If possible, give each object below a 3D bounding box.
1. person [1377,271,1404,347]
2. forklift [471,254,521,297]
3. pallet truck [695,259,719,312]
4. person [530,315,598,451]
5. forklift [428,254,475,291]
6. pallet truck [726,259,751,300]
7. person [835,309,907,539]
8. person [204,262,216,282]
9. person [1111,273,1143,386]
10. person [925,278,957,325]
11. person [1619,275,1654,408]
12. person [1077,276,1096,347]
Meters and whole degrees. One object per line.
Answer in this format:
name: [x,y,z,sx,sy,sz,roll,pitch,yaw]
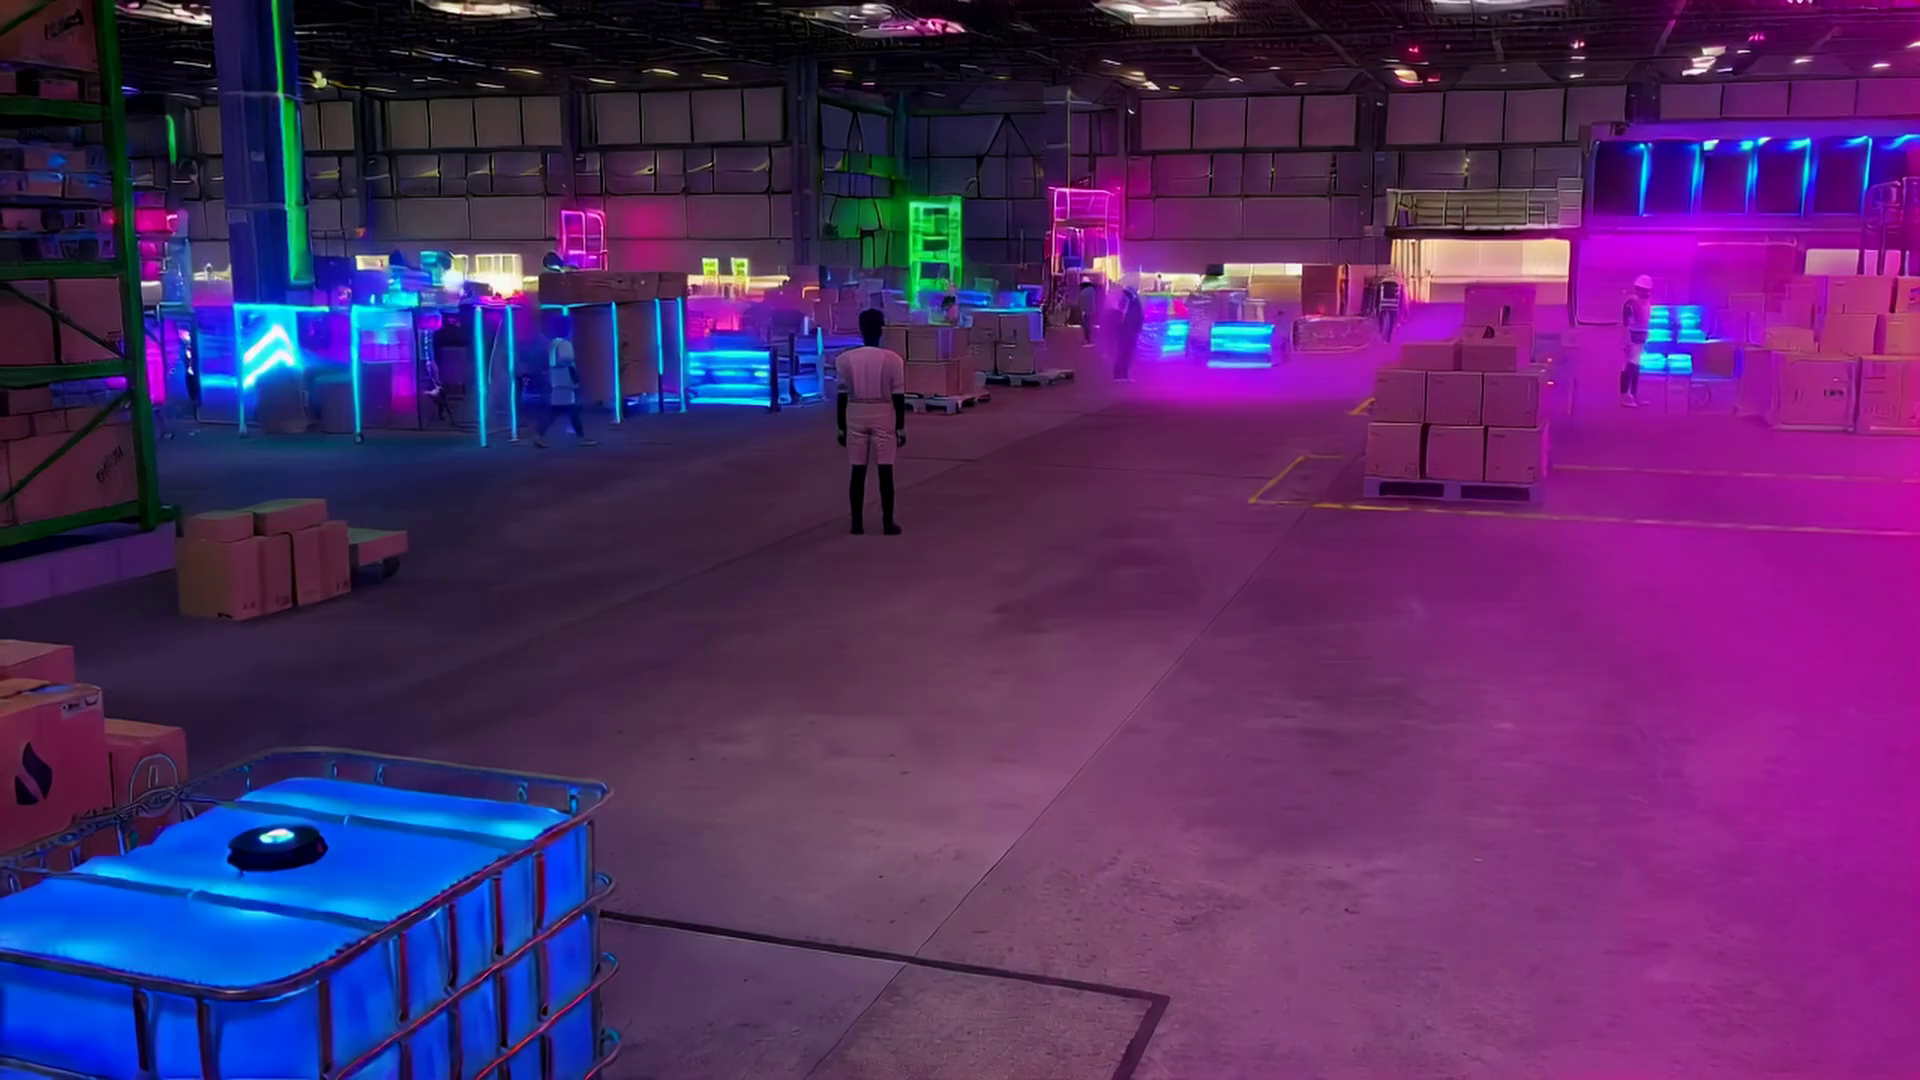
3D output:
person: [10.569,-5.658,40.787,0.615,1.864,0.541,7,12,34]
forklift: [-17.990,-10.121,64.684,1.157,1.987,2.680,3,11,17]
pallet truck: [-9.165,-9.627,62.776,0.823,1.965,1.885,4,11,23]
person: [-4.899,-1.923,20.356,0.873,1.654,0.532,-5,11,-26]
forklift: [-20.133,-10.254,65.465,1.157,1.987,2.680,3,11,19]
pallet truck: [-7.986,-9.493,62.019,0.823,1.965,1.885,3,11,17]
person: [-0.746,-0.980,14.165,0.610,1.965,0.363,1,10,8]
person: [-29.373,-9.972,65.226,0.586,1.824,0.404,7,12,33]
person: [3.009,-3.781,29.730,0.536,2.000,0.746,7,12,36]
person: [-0.322,-3.510,28.504,0.551,1.932,0.376,0,10,0]
person: [10.466,-3.056,25.658,0.605,2.038,0.394,-7,13,-36]
person: [3.049,-5.570,40.598,0.551,1.745,0.555,-7,12,-34]
